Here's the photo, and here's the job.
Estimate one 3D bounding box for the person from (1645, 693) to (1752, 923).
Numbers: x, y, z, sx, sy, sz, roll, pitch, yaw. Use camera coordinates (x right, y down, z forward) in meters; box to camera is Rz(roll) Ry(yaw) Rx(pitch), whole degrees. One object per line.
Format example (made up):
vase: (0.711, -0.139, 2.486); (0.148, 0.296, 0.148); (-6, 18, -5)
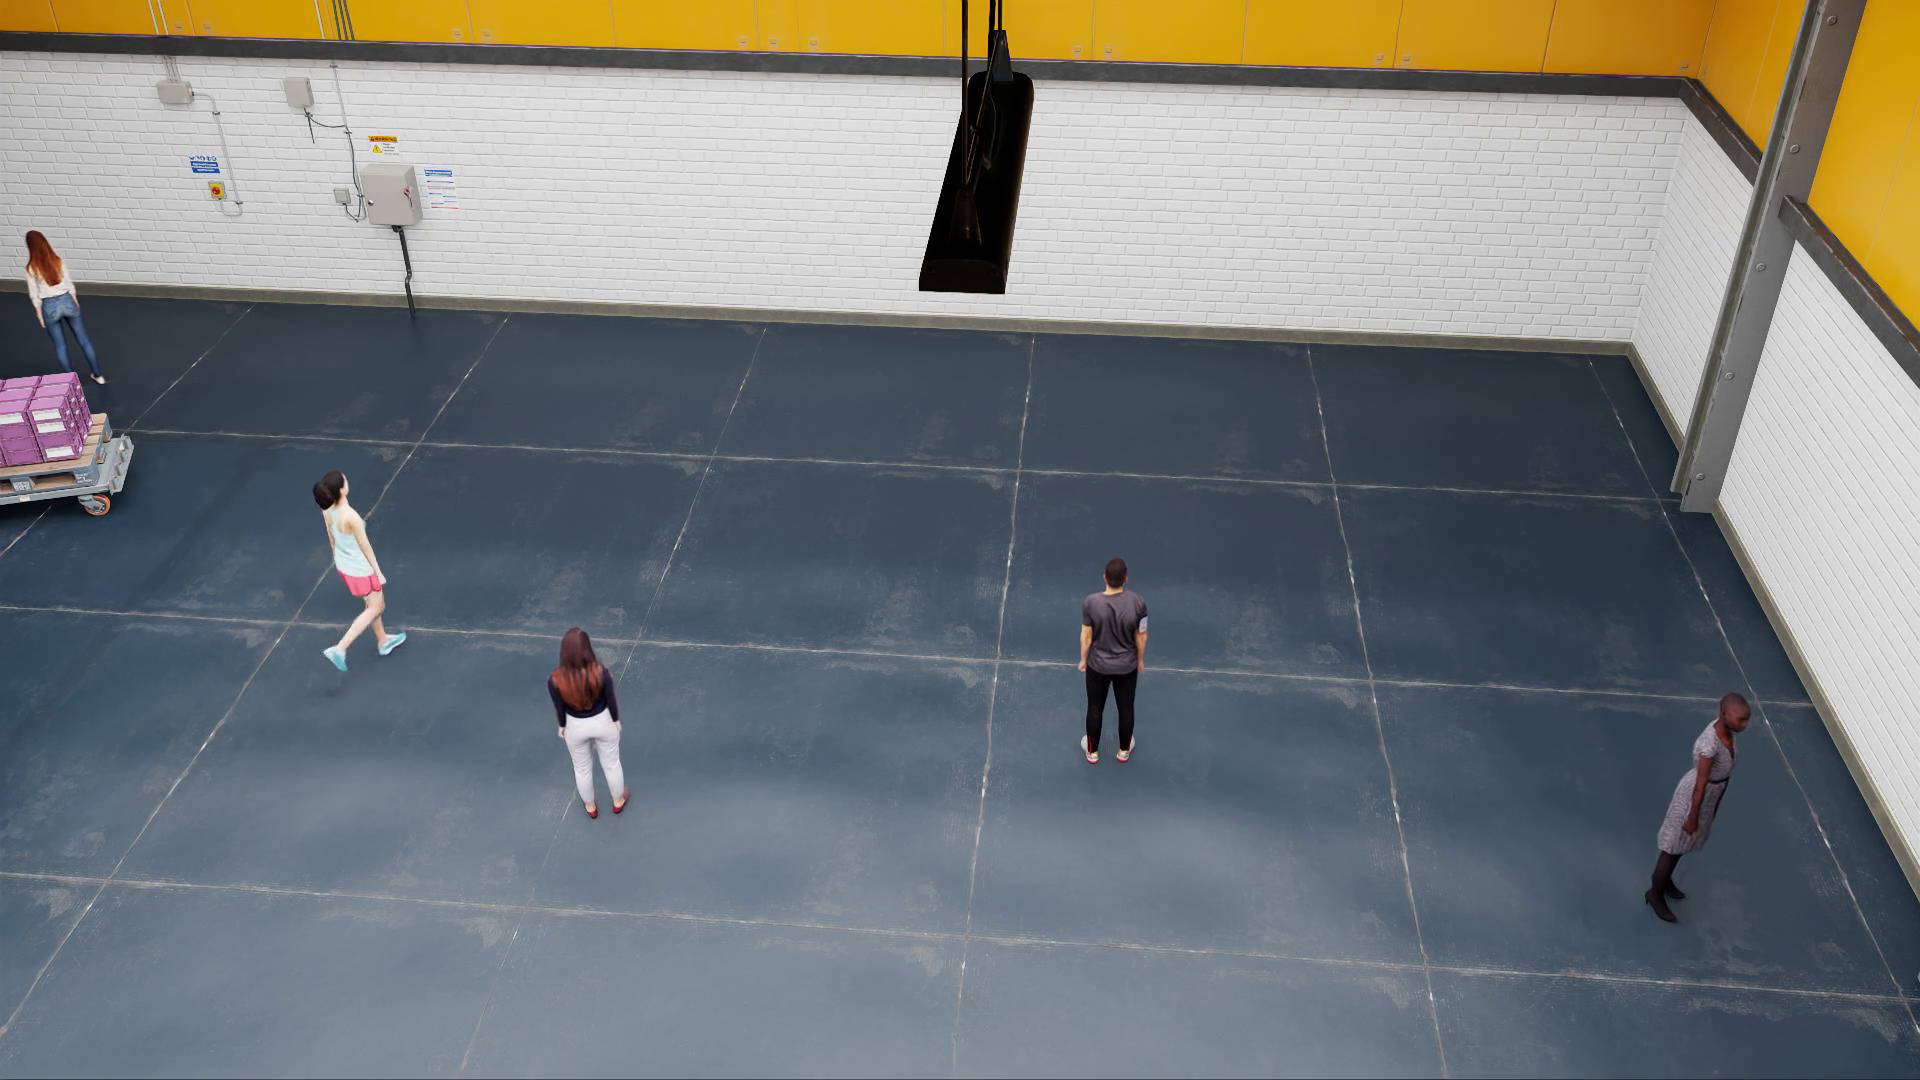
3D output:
person: (4.797, 1.713, 10.821); (0.754, 1.787, 0.649); (23, 40, 30)

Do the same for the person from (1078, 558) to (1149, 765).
person: (1.103, 0.887, 12.084); (0.644, 1.764, 0.551); (1, 34, 1)

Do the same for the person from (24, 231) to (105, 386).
person: (-9.191, -2.347, 16.984); (0.635, 1.726, 0.693); (-24, 41, -32)

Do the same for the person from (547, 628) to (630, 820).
person: (-2.588, 1.281, 11.628); (0.654, 1.611, 0.628); (-6, 34, -9)

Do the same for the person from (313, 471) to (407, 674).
person: (-4.773, 0.281, 13.012); (0.903, 1.746, 1.072); (22, 39, 29)
